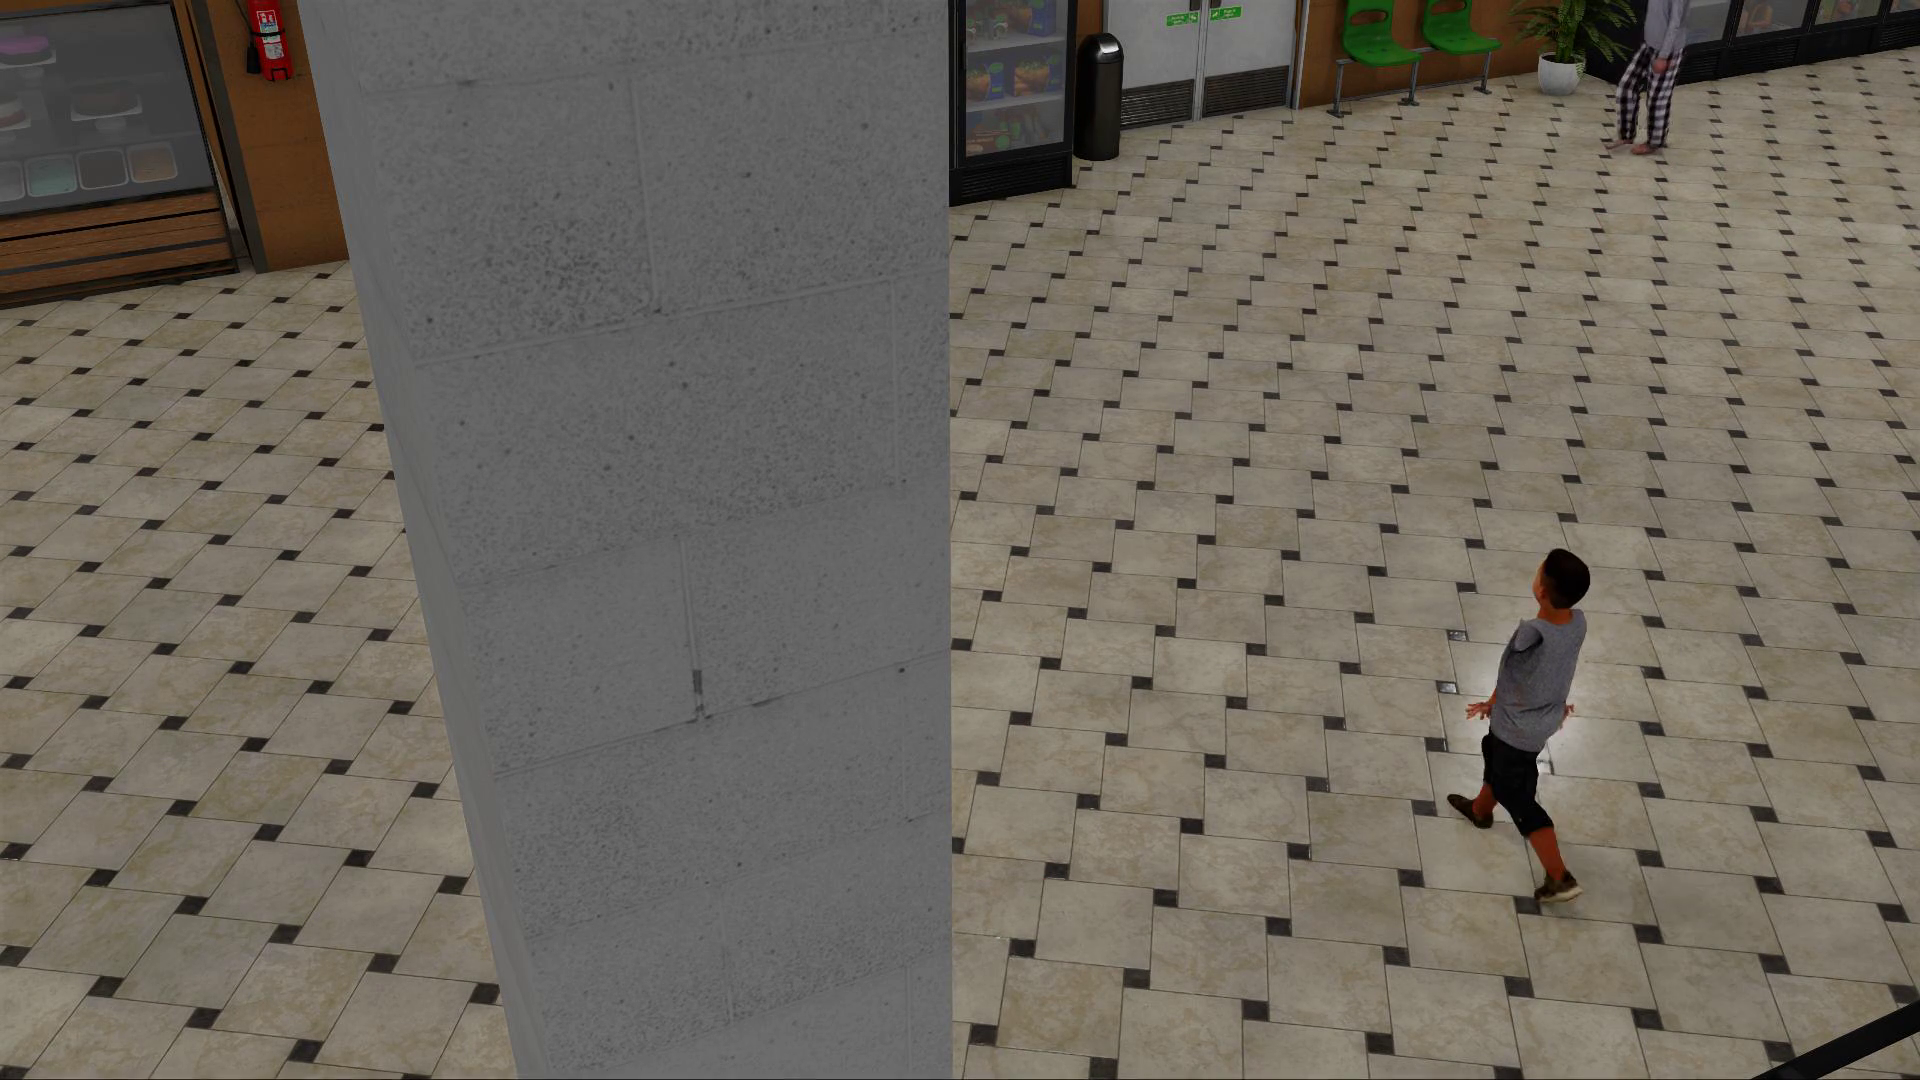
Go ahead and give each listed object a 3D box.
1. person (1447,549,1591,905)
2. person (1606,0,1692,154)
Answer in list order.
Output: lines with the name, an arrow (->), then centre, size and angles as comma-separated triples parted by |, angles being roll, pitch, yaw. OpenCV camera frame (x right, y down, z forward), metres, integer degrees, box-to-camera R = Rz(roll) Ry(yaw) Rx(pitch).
person -> 2.193, 0.668, 6.288 | 0.602, 1.429, 1.011 | -17, 36, -25
person -> 5.690, -3.981, 13.397 | 0.782, 1.812, 0.725 | -4, 32, -7
